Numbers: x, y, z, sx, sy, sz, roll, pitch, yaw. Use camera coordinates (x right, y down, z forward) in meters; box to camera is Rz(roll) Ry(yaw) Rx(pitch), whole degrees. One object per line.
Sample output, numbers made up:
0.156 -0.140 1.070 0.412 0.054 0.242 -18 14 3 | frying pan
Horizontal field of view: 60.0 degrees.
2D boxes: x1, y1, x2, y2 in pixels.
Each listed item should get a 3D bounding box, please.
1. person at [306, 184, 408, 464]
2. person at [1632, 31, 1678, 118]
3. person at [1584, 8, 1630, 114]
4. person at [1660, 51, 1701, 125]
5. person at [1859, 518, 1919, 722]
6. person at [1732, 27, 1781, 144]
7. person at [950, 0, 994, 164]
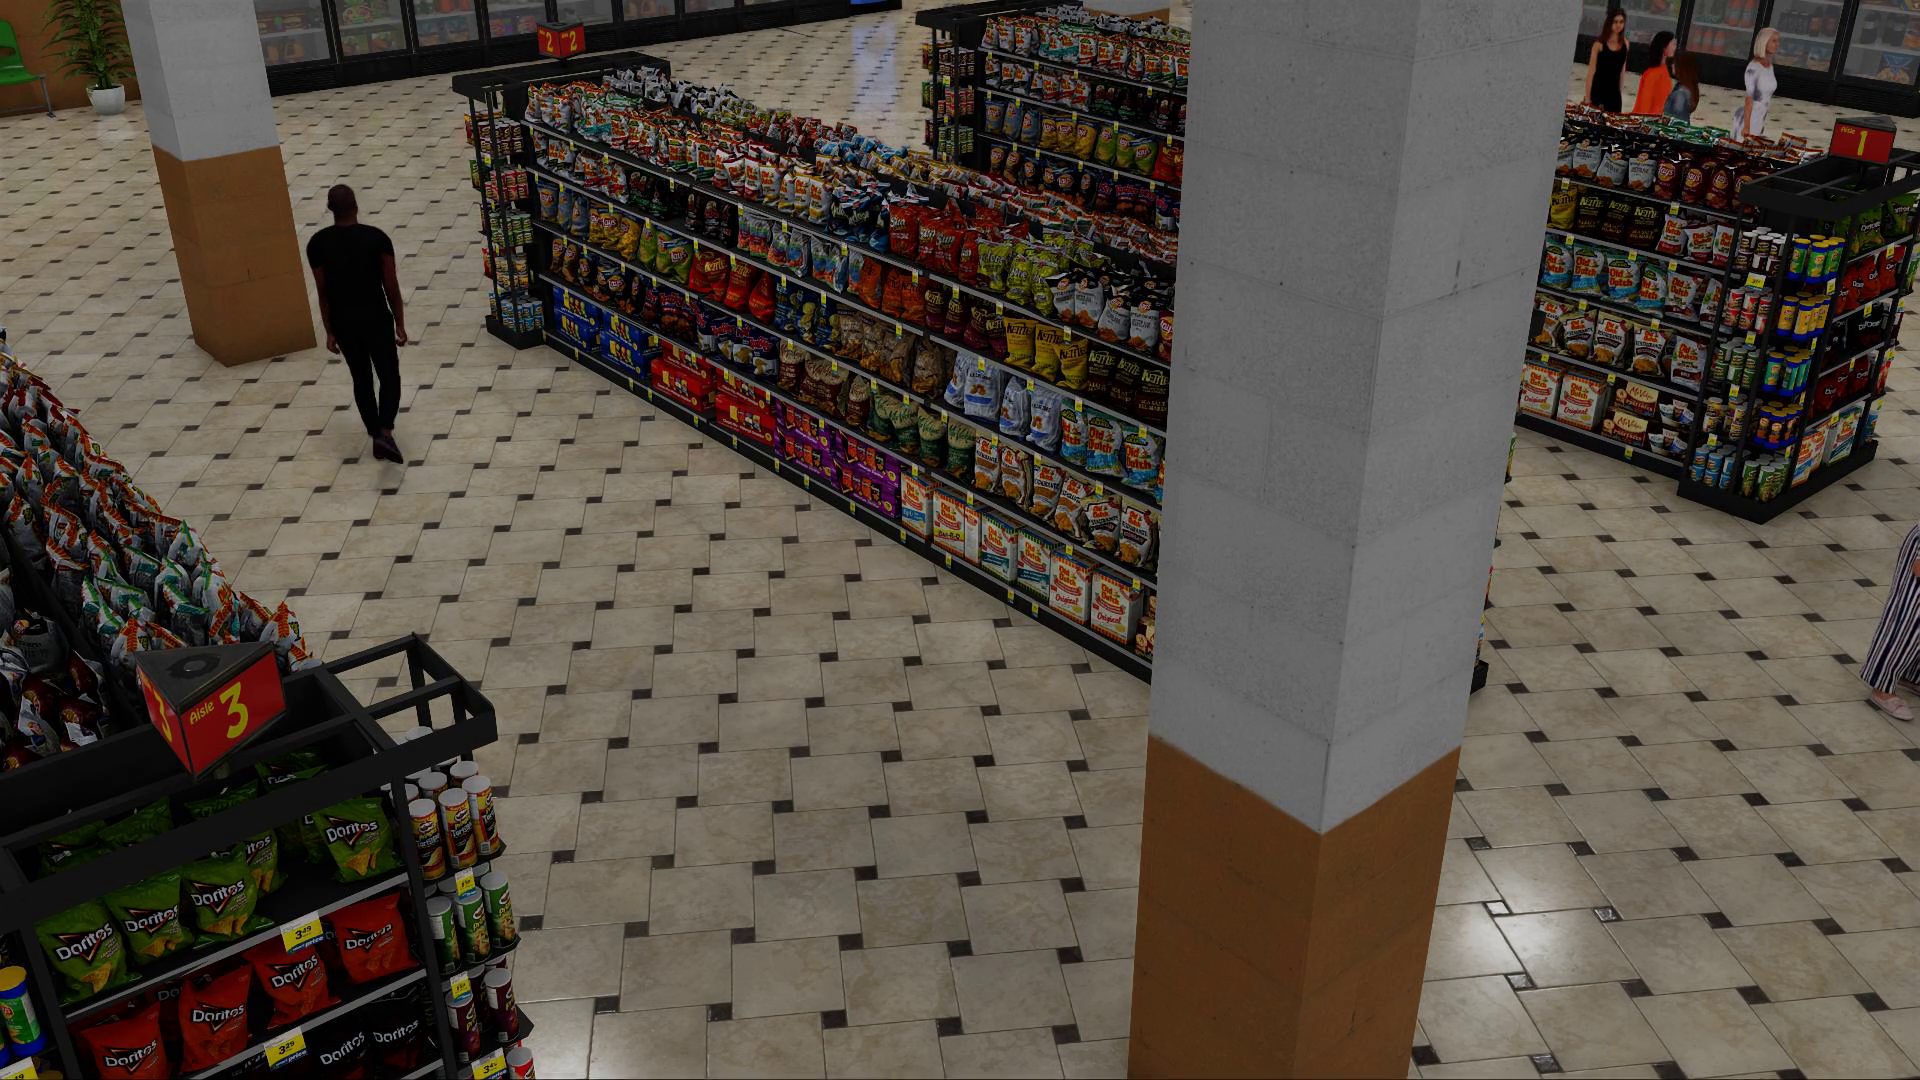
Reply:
-3.798 -1.306 10.535 0.921 1.793 1.062 -5 27 -9 | person
6.423 -3.943 15.798 0.916 1.735 0.770 15 30 26 | person
6.557 -4.561 17.071 1.031 1.687 1.153 -1 27 -3 | person
6.567 -3.556 15.085 0.869 1.690 0.757 15 31 27 | person
4.743 0.045 7.994 0.714 1.680 0.664 -15 31 -27 | person
7.539 -3.997 15.886 0.528 1.752 0.577 24 35 39 | person
0.081 -4.398 16.620 1.135 1.803 1.187 -3 27 -6 | person
